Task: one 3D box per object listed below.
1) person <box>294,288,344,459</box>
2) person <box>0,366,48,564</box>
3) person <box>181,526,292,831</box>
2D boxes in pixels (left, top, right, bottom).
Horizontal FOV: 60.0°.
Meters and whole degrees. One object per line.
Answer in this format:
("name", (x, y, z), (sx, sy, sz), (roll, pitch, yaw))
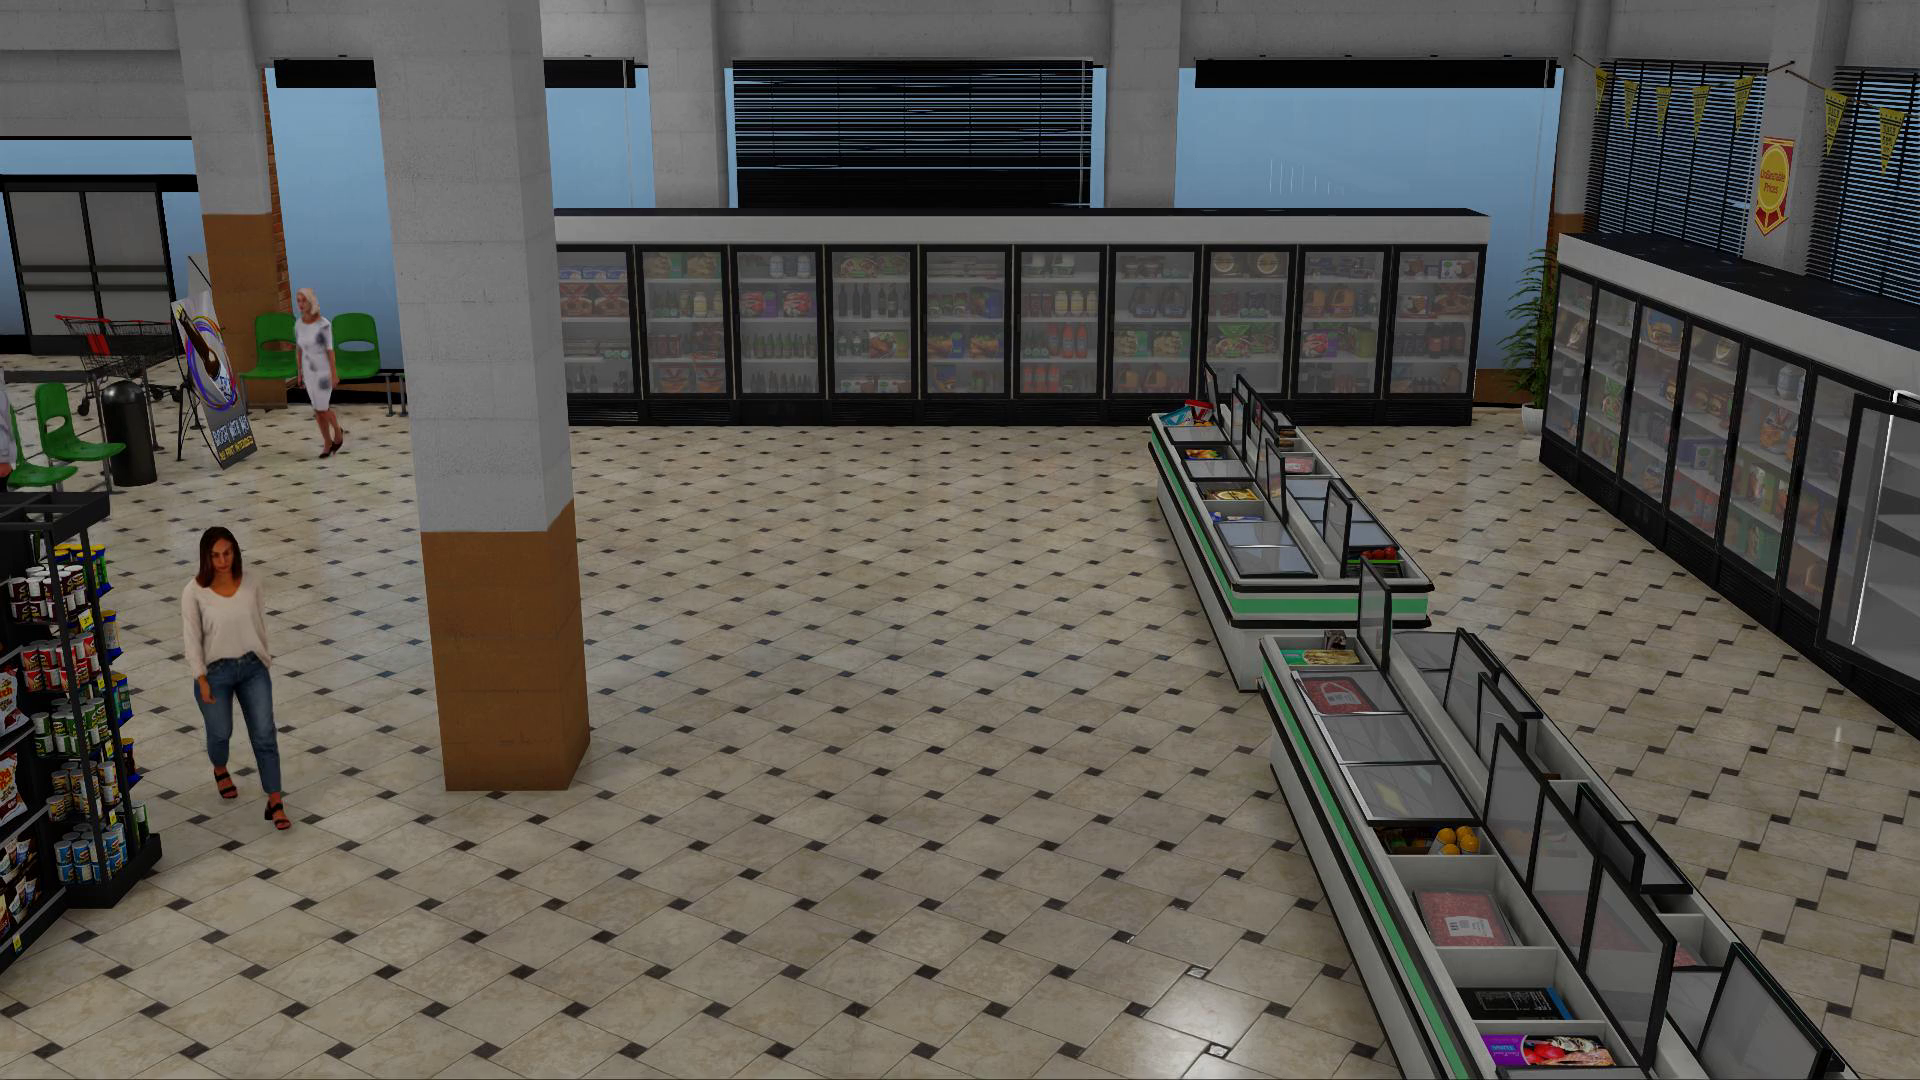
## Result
("person", (-6.481, -1.705, 16.923), (0.654, 1.735, 0.700), (5, 17, 15))
("person", (-7.589, -0.675, 13.228), (0.900, 1.912, 0.965), (12, 20, 34))
("person", (-4.015, 0.726, 9.077), (0.988, 1.642, 1.118), (-13, 21, -37))
